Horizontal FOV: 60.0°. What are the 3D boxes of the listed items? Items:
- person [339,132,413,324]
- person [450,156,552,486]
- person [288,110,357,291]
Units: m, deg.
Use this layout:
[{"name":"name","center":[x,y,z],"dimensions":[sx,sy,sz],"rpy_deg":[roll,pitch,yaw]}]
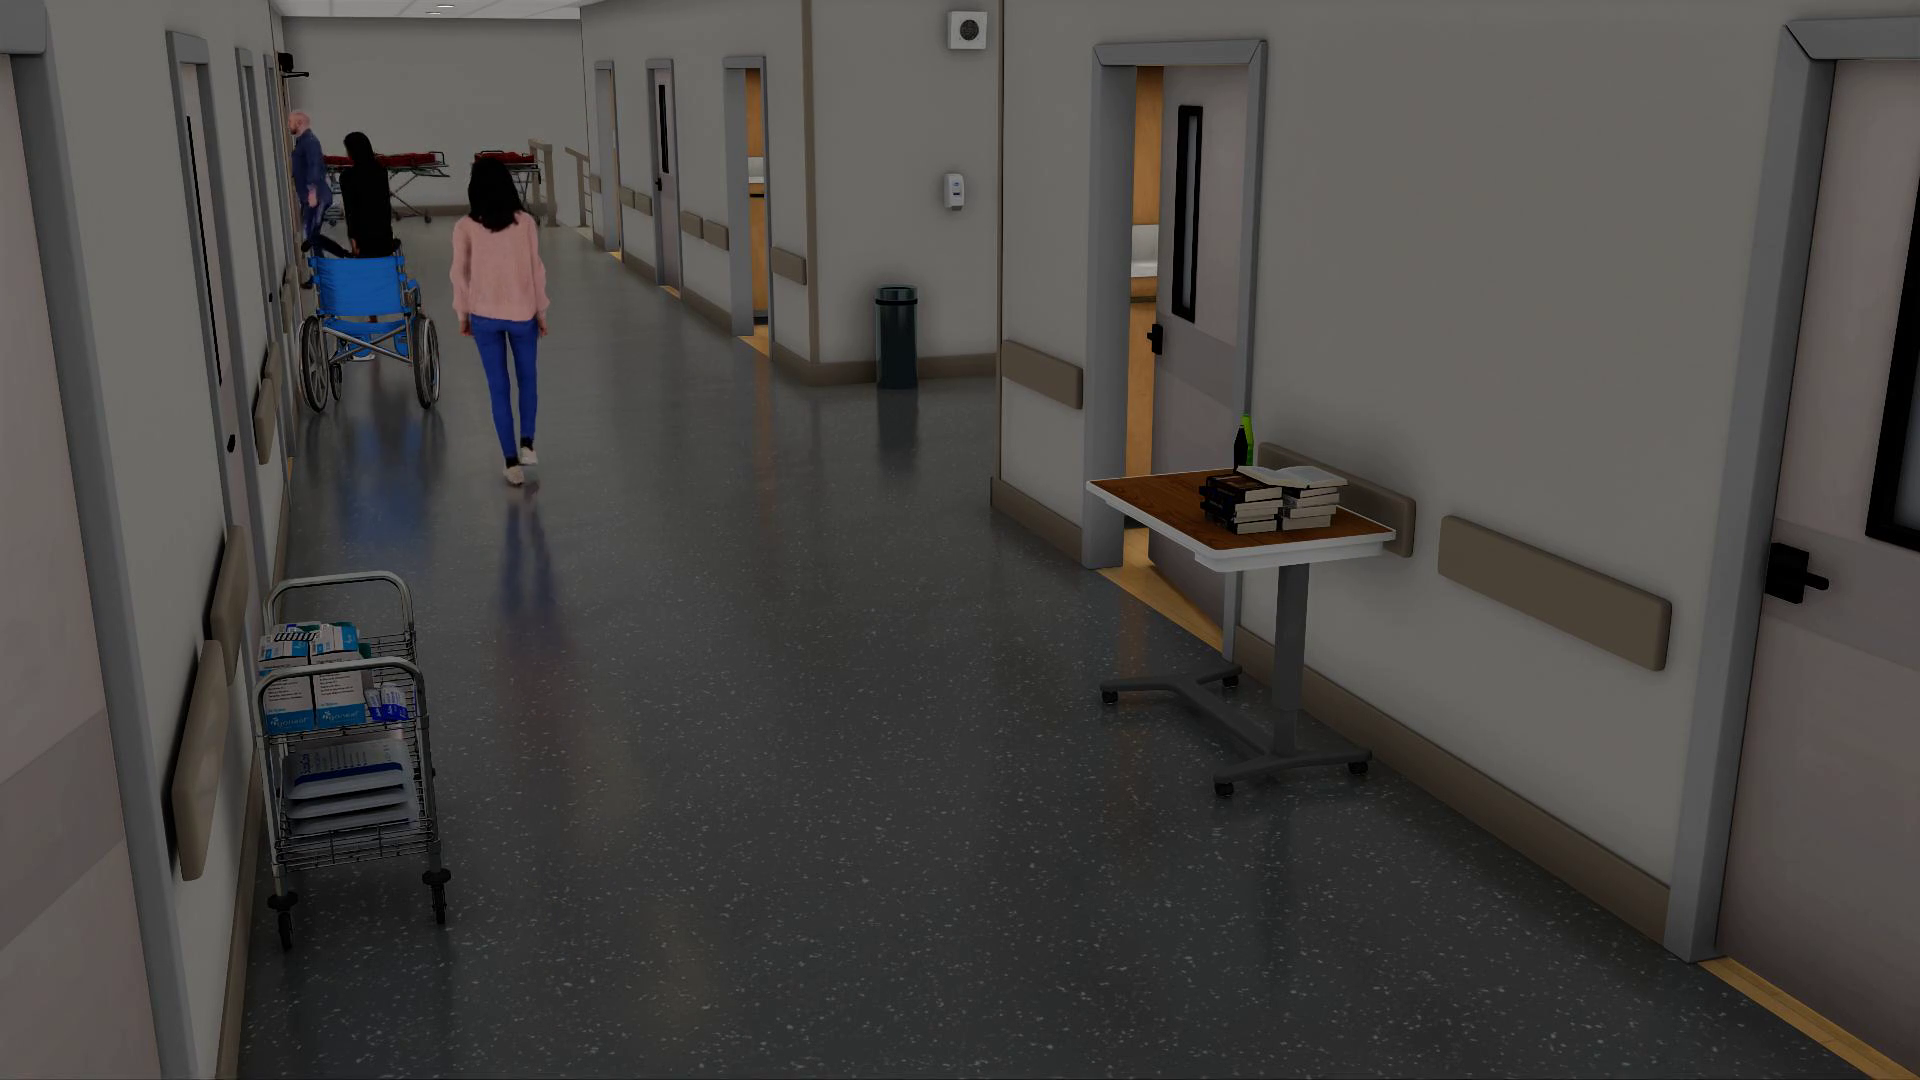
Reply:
[{"name":"person","center":[-4.892,-2.534,13.964],"dimensions":[1.126,1.688,0.923],"rpy_deg":[15,22,43]},{"name":"person","center":[-2.453,-1.159,8.957],"dimensions":[0.675,1.759,0.613],"rpy_deg":[-5,16,-16]},{"name":"person","center":[-6.592,-3.494,17.148],"dimensions":[0.899,1.808,0.906],"rpy_deg":[-10,18,-31]}]
